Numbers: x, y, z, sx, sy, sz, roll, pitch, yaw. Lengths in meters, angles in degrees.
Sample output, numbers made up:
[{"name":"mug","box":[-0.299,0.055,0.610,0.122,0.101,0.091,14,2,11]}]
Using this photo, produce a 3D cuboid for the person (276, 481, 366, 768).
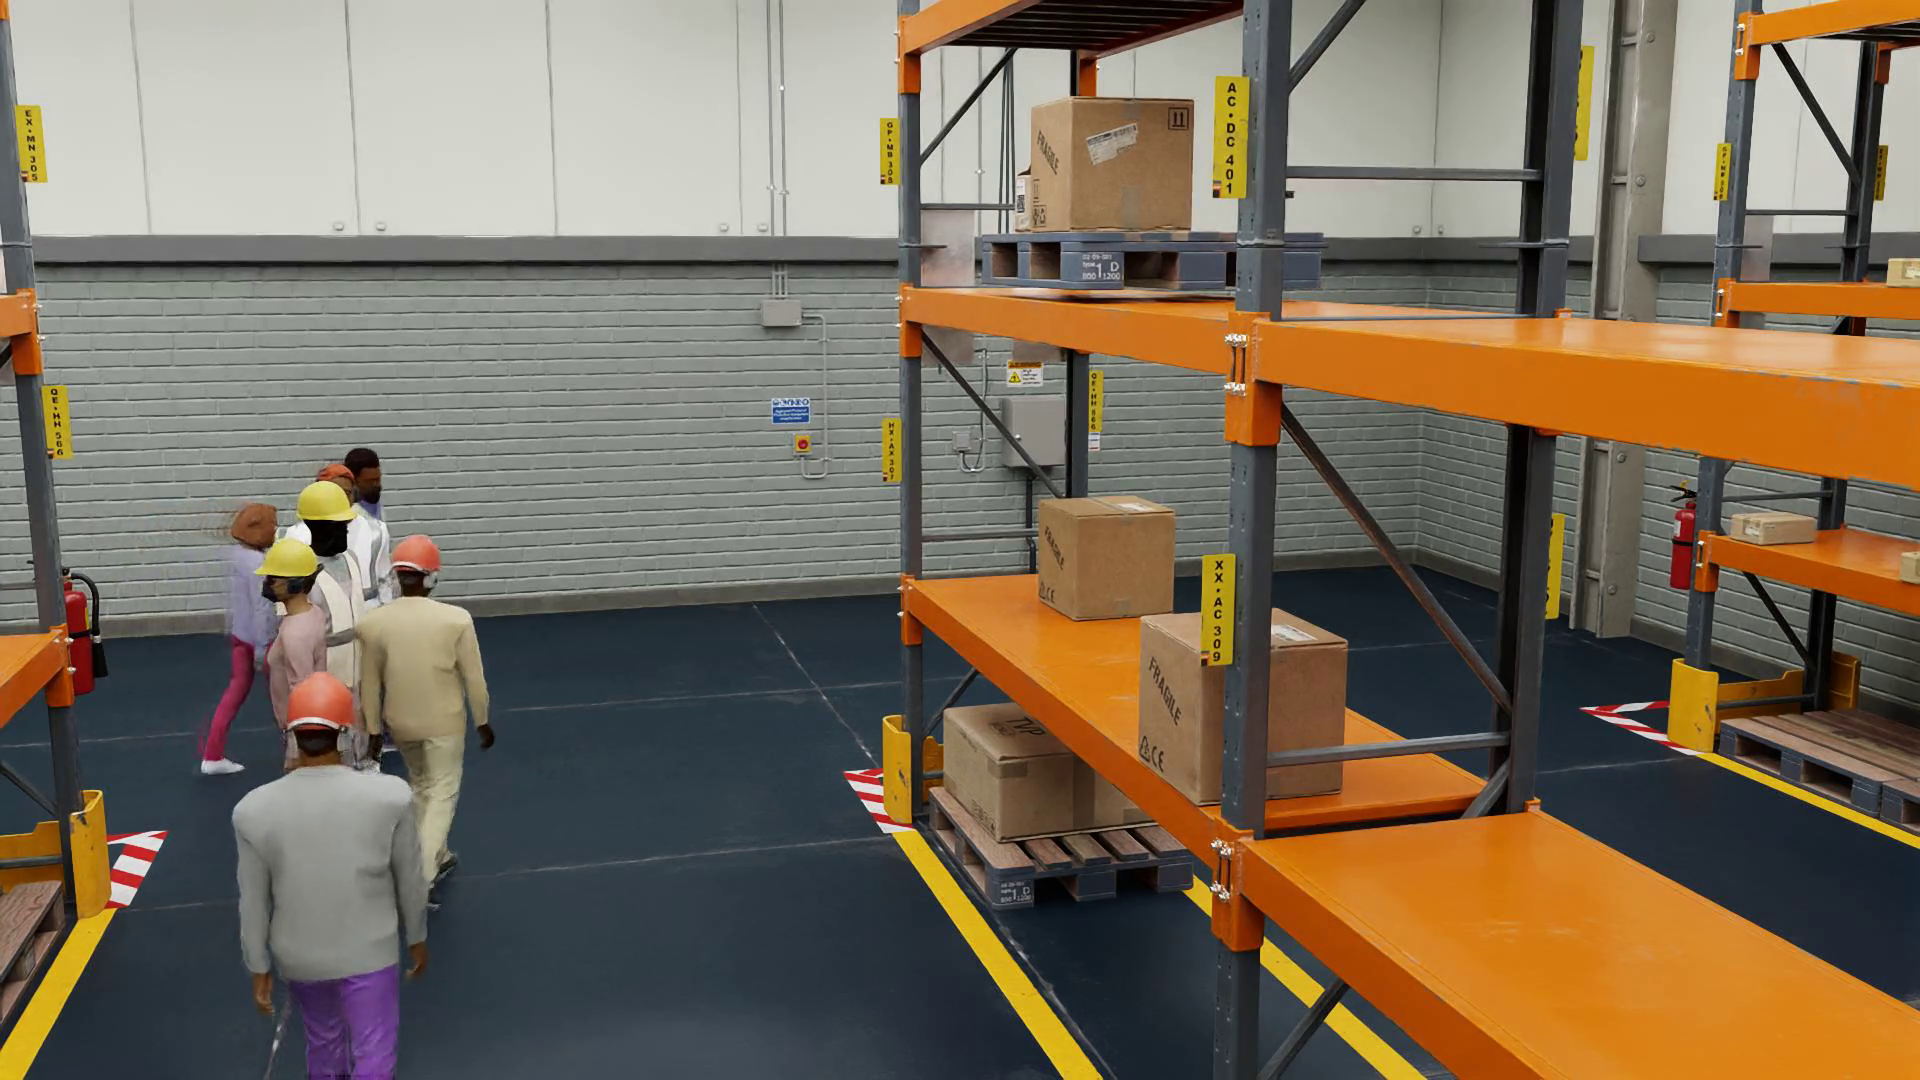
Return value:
[{"name":"person","box":[-3.049,0.668,8.083,0.370,1.929,0.586,2,10,13]}]

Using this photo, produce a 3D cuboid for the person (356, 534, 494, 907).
[{"name":"person","box":[-2.488,0.828,7.749,0.579,1.725,0.752,1,10,8]}]

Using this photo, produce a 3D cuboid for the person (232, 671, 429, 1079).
[{"name":"person","box":[-1.966,1.273,5.212,0.556,1.726,0.784,-1,10,-3]}]

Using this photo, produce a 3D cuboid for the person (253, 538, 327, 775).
[{"name":"person","box":[-2.936,0.864,7.425,0.303,1.772,0.530,-3,10,-15]}]

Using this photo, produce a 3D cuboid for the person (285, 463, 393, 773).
[{"name":"person","box":[-3.347,0.523,9.042,0.573,1.883,0.355,-8,13,-39]}]
